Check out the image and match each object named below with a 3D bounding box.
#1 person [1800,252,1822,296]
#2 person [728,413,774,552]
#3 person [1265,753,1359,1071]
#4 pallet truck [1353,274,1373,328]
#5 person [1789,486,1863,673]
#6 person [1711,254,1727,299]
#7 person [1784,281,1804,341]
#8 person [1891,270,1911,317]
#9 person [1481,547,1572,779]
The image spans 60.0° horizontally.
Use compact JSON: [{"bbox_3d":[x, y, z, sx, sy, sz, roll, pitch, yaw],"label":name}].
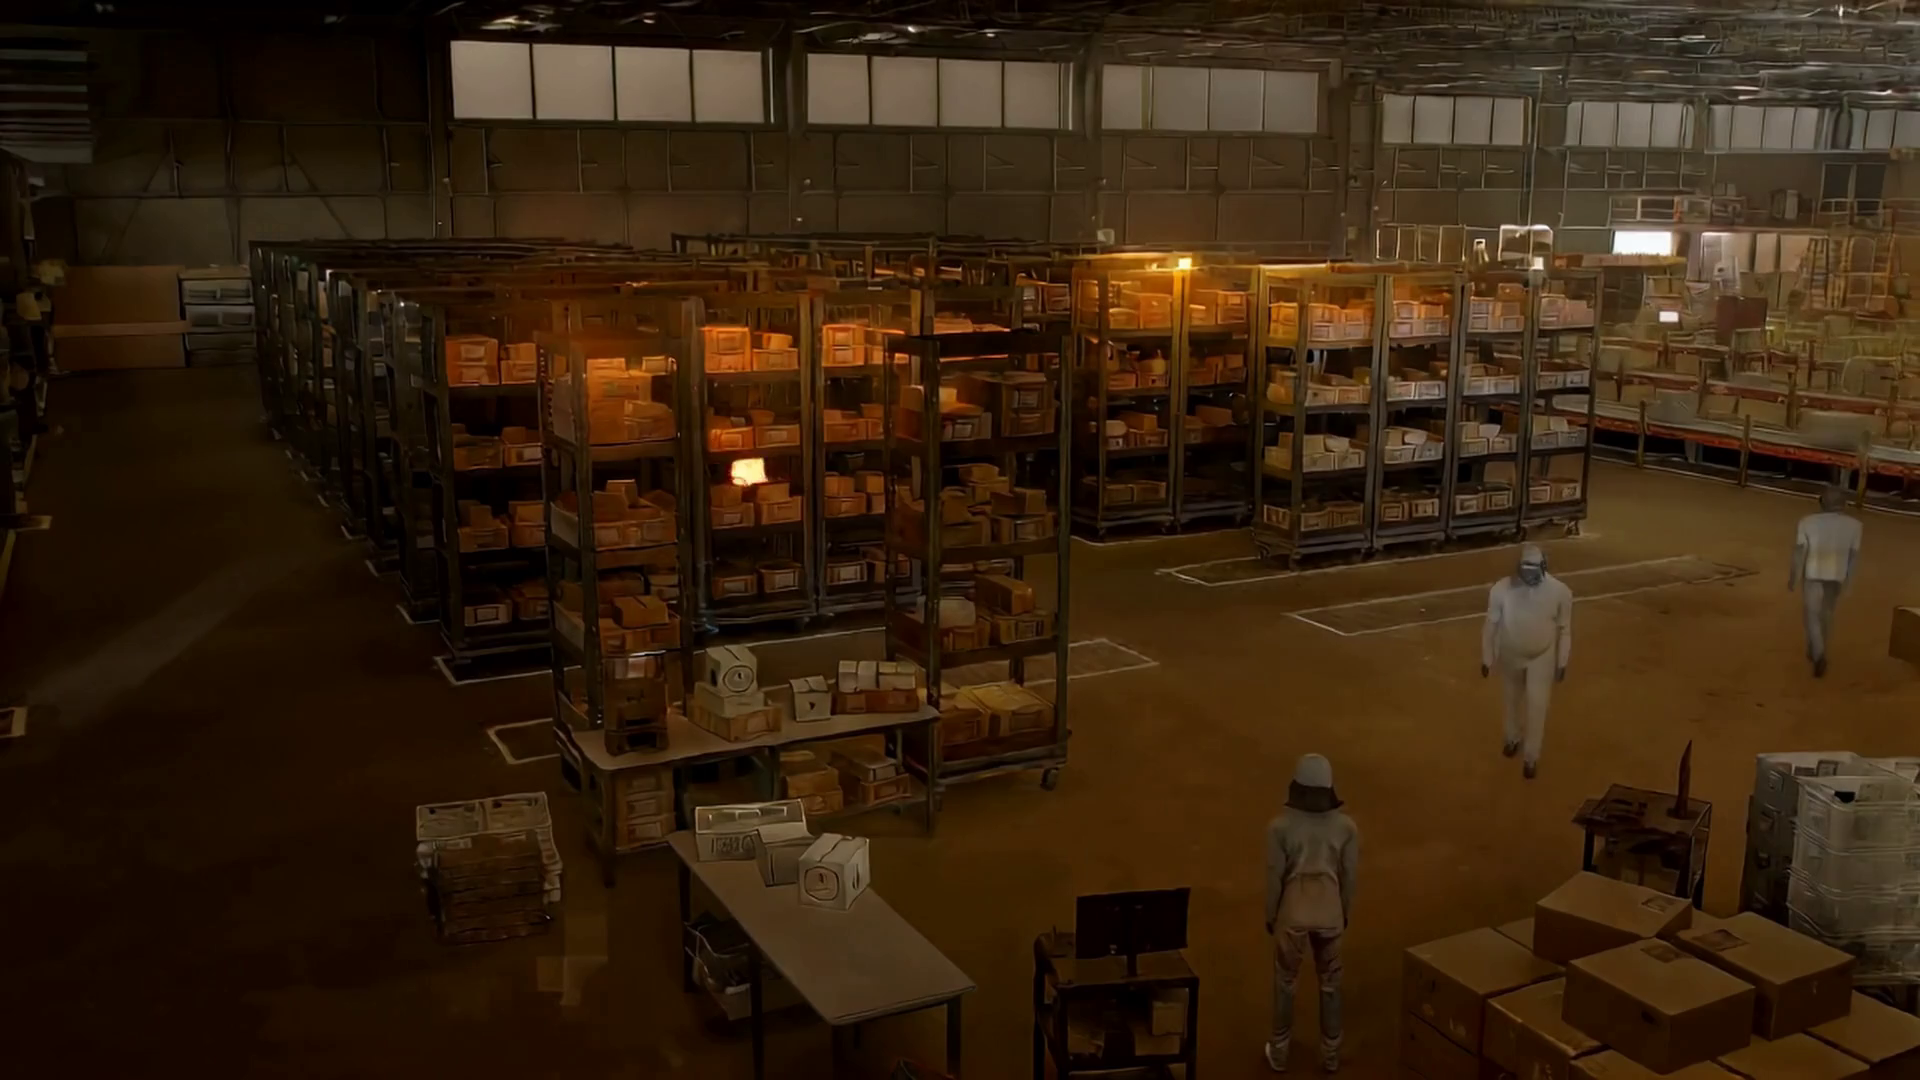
[{"bbox_3d":[36.263,-11.322,70.824,0.613,1.883,0.953,-8,14,-33],"label":"person"},{"bbox_3d":[-2.679,-0.763,21.619,0.802,1.799,0.628,-8,15,-34],"label":"person"},{"bbox_3d":[1.870,1.987,8.920,0.485,1.734,0.353,0,12,0],"label":"person"},{"bbox_3d":[13.011,-8.050,55.243,0.823,1.965,1.885,-7,14,-28],"label":"pallet truck"},{"bbox_3d":[8.466,0.374,16.271,0.580,1.818,0.861,3,12,15],"label":"person"},{"bbox_3d":[31.369,-10.879,68.745,0.575,1.882,0.355,6,13,26],"label":"person"},{"bbox_3d":[24.997,-6.822,49.851,0.513,1.856,0.443,4,13,16],"label":"person"},{"bbox_3d":[33.233,-8.672,58.765,0.537,1.741,0.746,-2,12,-8],"label":"person"},{"bbox_3d":[4.565,0.961,13.455,0.664,1.851,1.012,5,13,24],"label":"person"}]
